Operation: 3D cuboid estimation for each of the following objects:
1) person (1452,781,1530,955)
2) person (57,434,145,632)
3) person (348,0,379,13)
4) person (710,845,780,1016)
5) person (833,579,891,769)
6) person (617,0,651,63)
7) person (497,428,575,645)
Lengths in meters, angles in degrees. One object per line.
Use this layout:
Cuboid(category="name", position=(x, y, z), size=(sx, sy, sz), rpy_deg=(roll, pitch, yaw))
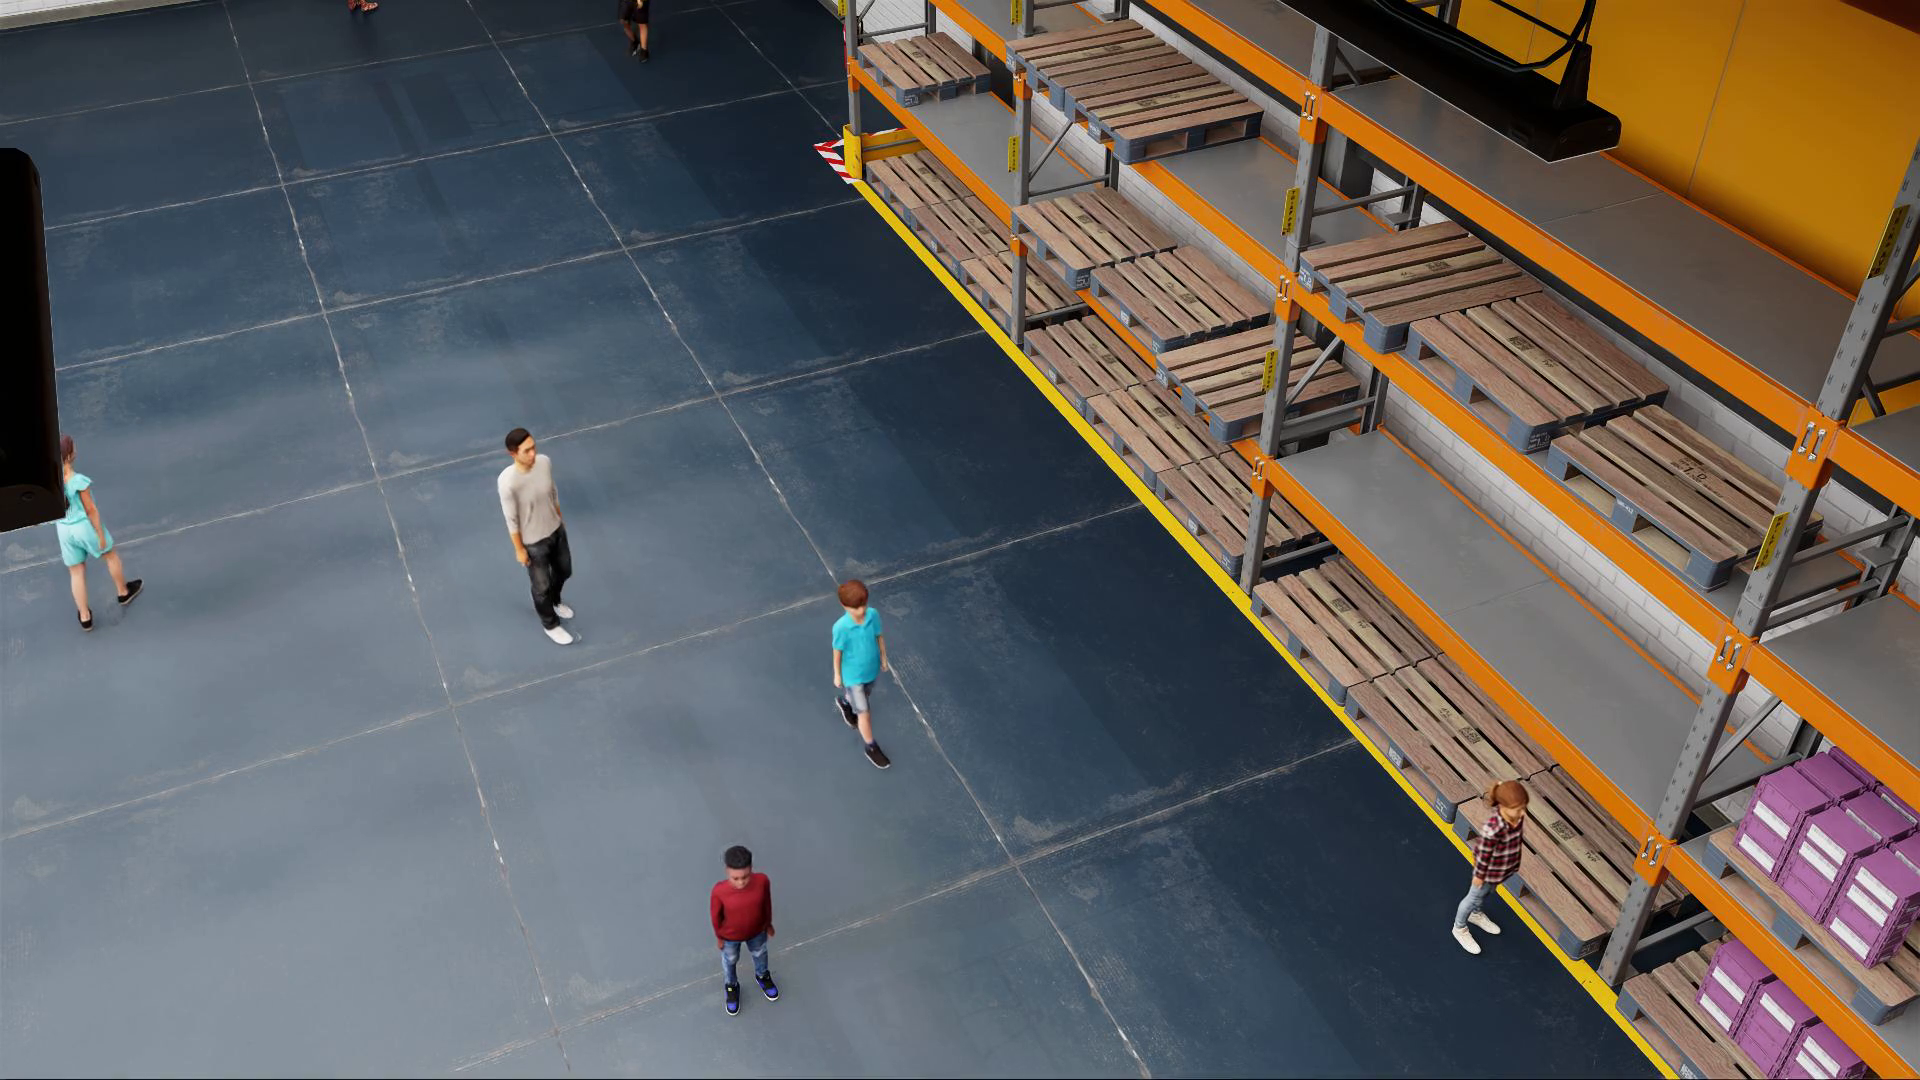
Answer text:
Cuboid(category="person", position=(3.179, 1.911, 9.922), size=(0.581, 1.305, 0.578), rpy_deg=(-29, 47, -31))
Cuboid(category="person", position=(-6.477, -0.037, 12.184), size=(0.791, 1.525, 0.914), rpy_deg=(2, 39, 2))
Cuboid(category="person", position=(-8.024, -7.770, 21.712), size=(0.651, 1.719, 0.727), rpy_deg=(16, 41, 19))
Cuboid(category="person", position=(-1.254, 2.210, 9.587), size=(0.515, 1.255, 0.494), rpy_deg=(-13, 40, -16))
Cuboid(category="person", position=(-0.706, 0.817, 11.195), size=(0.672, 1.427, 0.979), rpy_deg=(-27, 46, -29))
Cuboid(category="person", position=(-3.986, -6.754, 20.460), size=(0.772, 1.695, 0.831), rpy_deg=(12, 40, 15))
Cuboid(category="person", position=(-3.076, -0.068, 11.995), size=(0.863, 1.811, 0.814), rpy_deg=(23, 44, 26))
